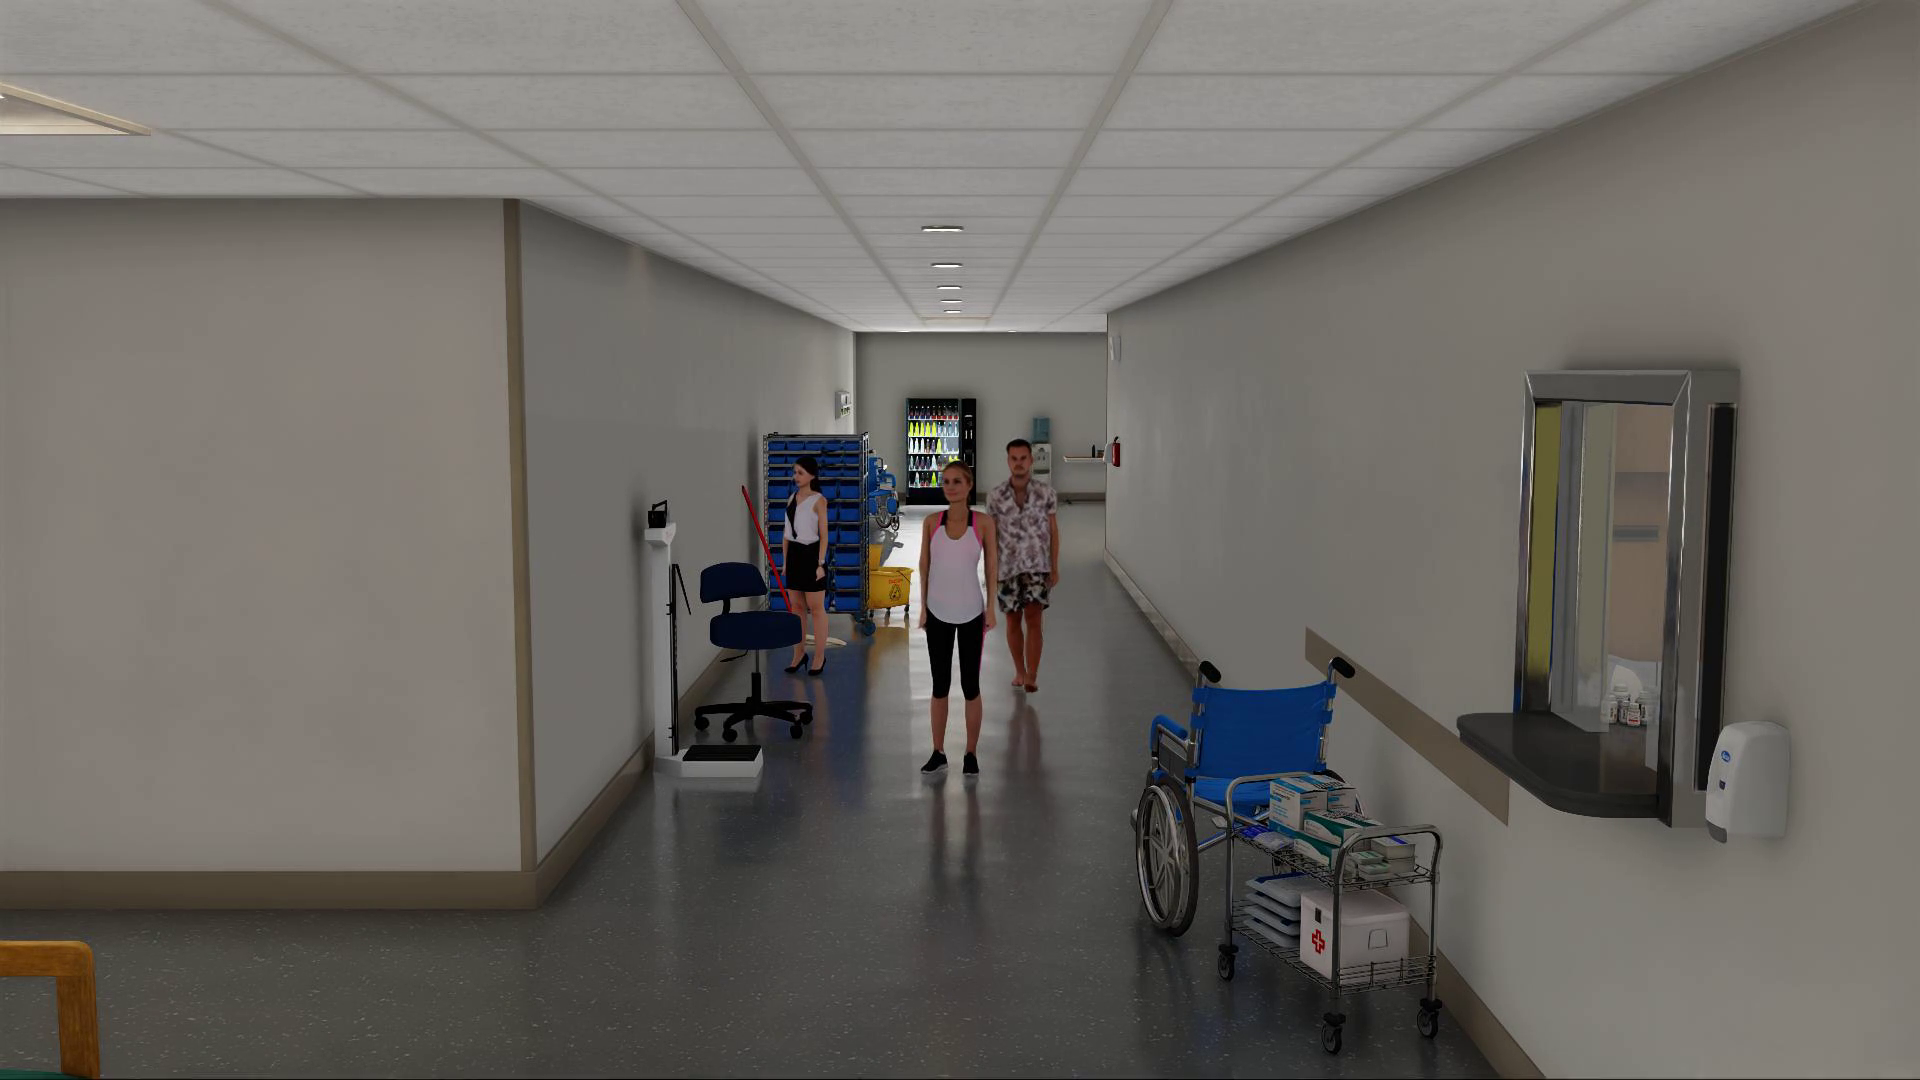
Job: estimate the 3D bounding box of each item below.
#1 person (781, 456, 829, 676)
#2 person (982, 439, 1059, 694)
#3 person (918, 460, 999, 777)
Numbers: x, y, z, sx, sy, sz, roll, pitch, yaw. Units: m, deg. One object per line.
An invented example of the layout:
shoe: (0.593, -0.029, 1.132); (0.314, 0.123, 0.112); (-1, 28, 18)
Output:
person: (-1.162, 0.191, 12.595); (0.602, 1.649, 0.693); (4, 7, 33)
person: (0.445, 0.192, 11.921); (1.005, 1.782, 0.811); (1, 6, 6)
person: (-0.015, 0.438, 9.444); (0.534, 1.787, 0.710); (1, 6, 13)
